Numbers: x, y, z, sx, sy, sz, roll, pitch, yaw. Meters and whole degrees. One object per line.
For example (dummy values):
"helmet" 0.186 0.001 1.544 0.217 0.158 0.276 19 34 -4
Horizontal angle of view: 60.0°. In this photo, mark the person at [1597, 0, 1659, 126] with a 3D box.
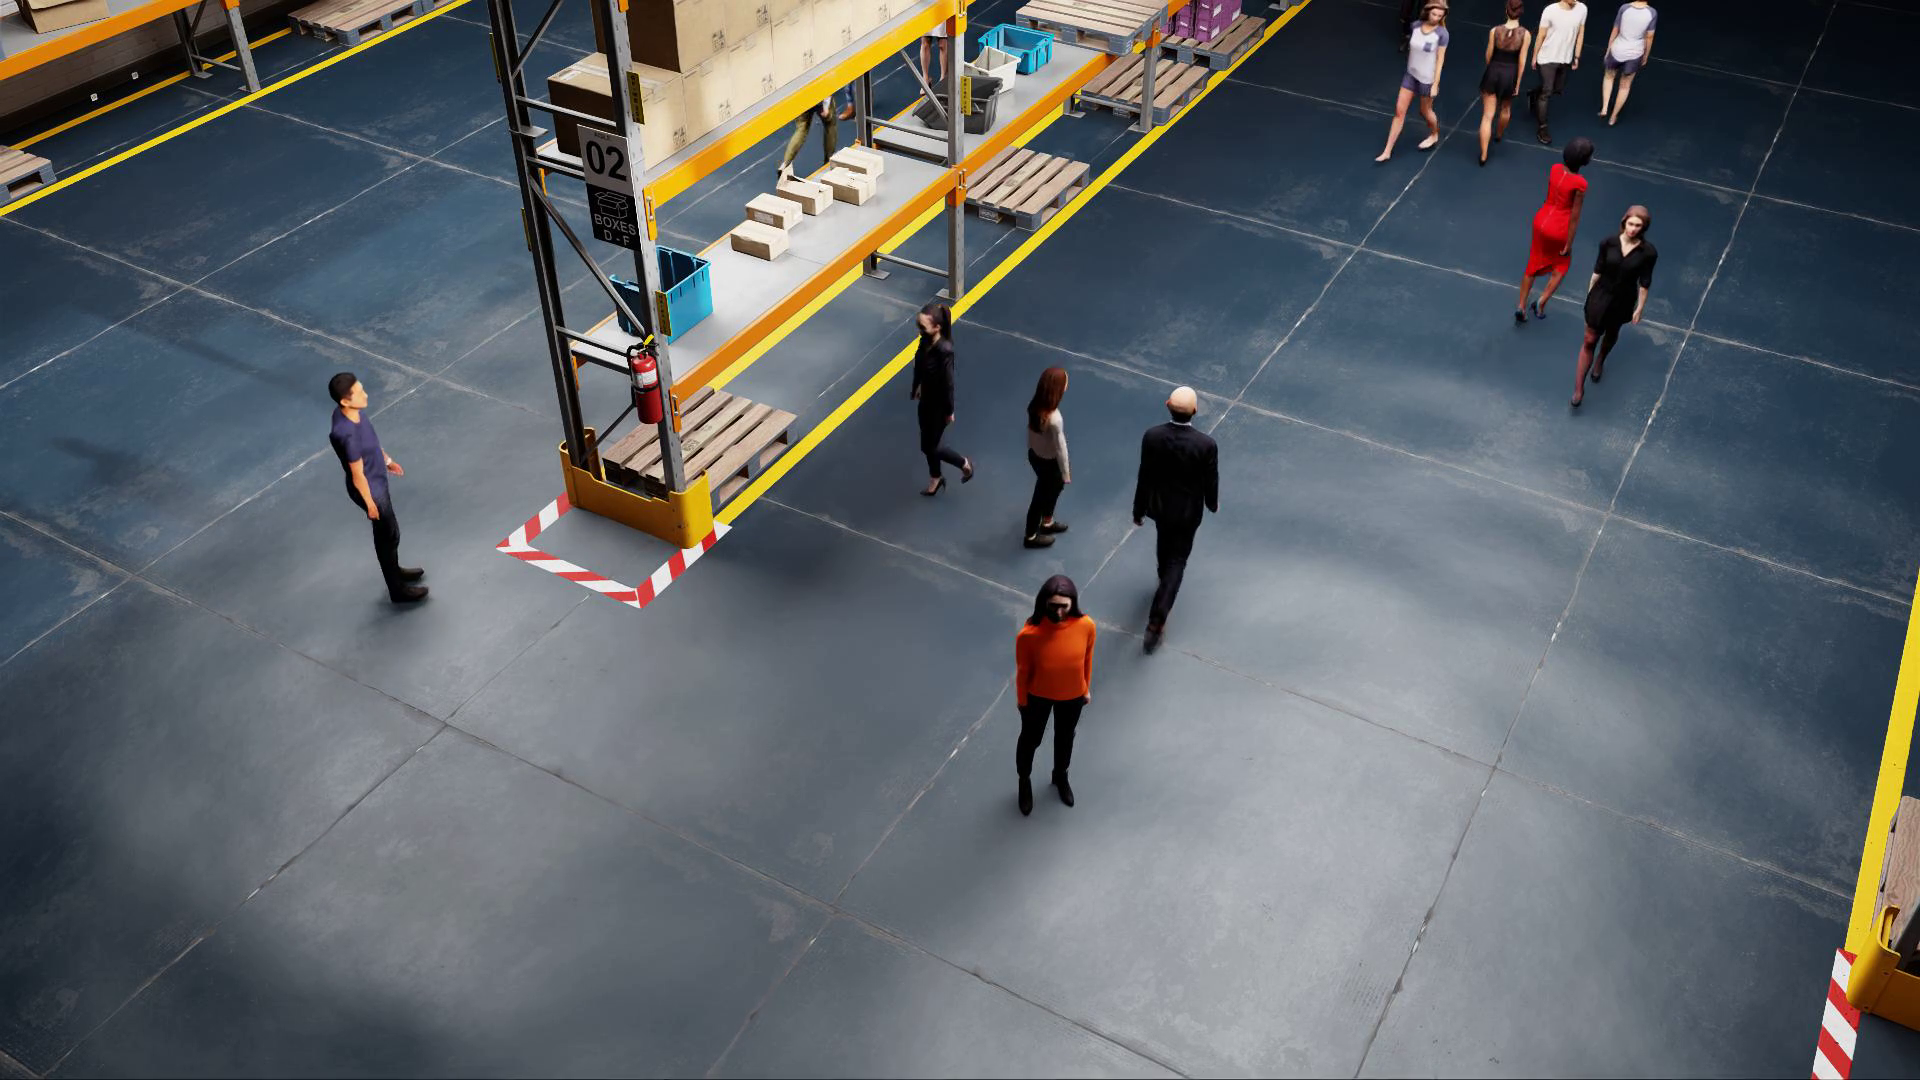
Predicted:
"person" 6.915 -5.046 17.269 0.592 1.551 0.572 17 42 20

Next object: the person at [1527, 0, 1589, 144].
"person" 6.092 -4.992 17.086 0.983 1.696 1.085 -5 39 -7

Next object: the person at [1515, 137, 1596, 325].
"person" 4.932 -2.555 14.008 0.787 1.729 0.746 -25 45 -28

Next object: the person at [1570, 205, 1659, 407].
"person" 5.228 -1.924 13.274 0.633 1.659 1.060 18 42 21

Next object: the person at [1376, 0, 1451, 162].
"person" 4.682 -4.612 16.629 1.176 1.673 0.900 -25 45 -28

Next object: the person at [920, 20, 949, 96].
"person" -0.276 -5.644 17.840 0.737 1.774 0.748 6 39 8

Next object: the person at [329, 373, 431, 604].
"person" -4.022 -0.370 11.227 0.815 1.785 0.757 -10 40 -12

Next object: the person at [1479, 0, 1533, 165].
"person" 5.366 -4.541 16.560 0.686 1.647 1.031 12 40 14

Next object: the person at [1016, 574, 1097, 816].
"person" 0.540 0.887 9.683 0.703 1.749 0.758 -9 39 -11

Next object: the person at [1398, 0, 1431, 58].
"person" 5.223 -6.213 18.795 0.597 1.472 0.532 20 43 23

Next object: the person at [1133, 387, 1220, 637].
"person" 1.398 -0.169 10.976 0.712 1.785 1.166 17 42 20

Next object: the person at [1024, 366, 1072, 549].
"person" 0.532 -0.547 11.700 0.761 1.470 0.710 -13 40 -16

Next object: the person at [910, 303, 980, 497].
"person" -0.102 -1.001 12.086 0.858 1.699 0.795 -12 40 -14
